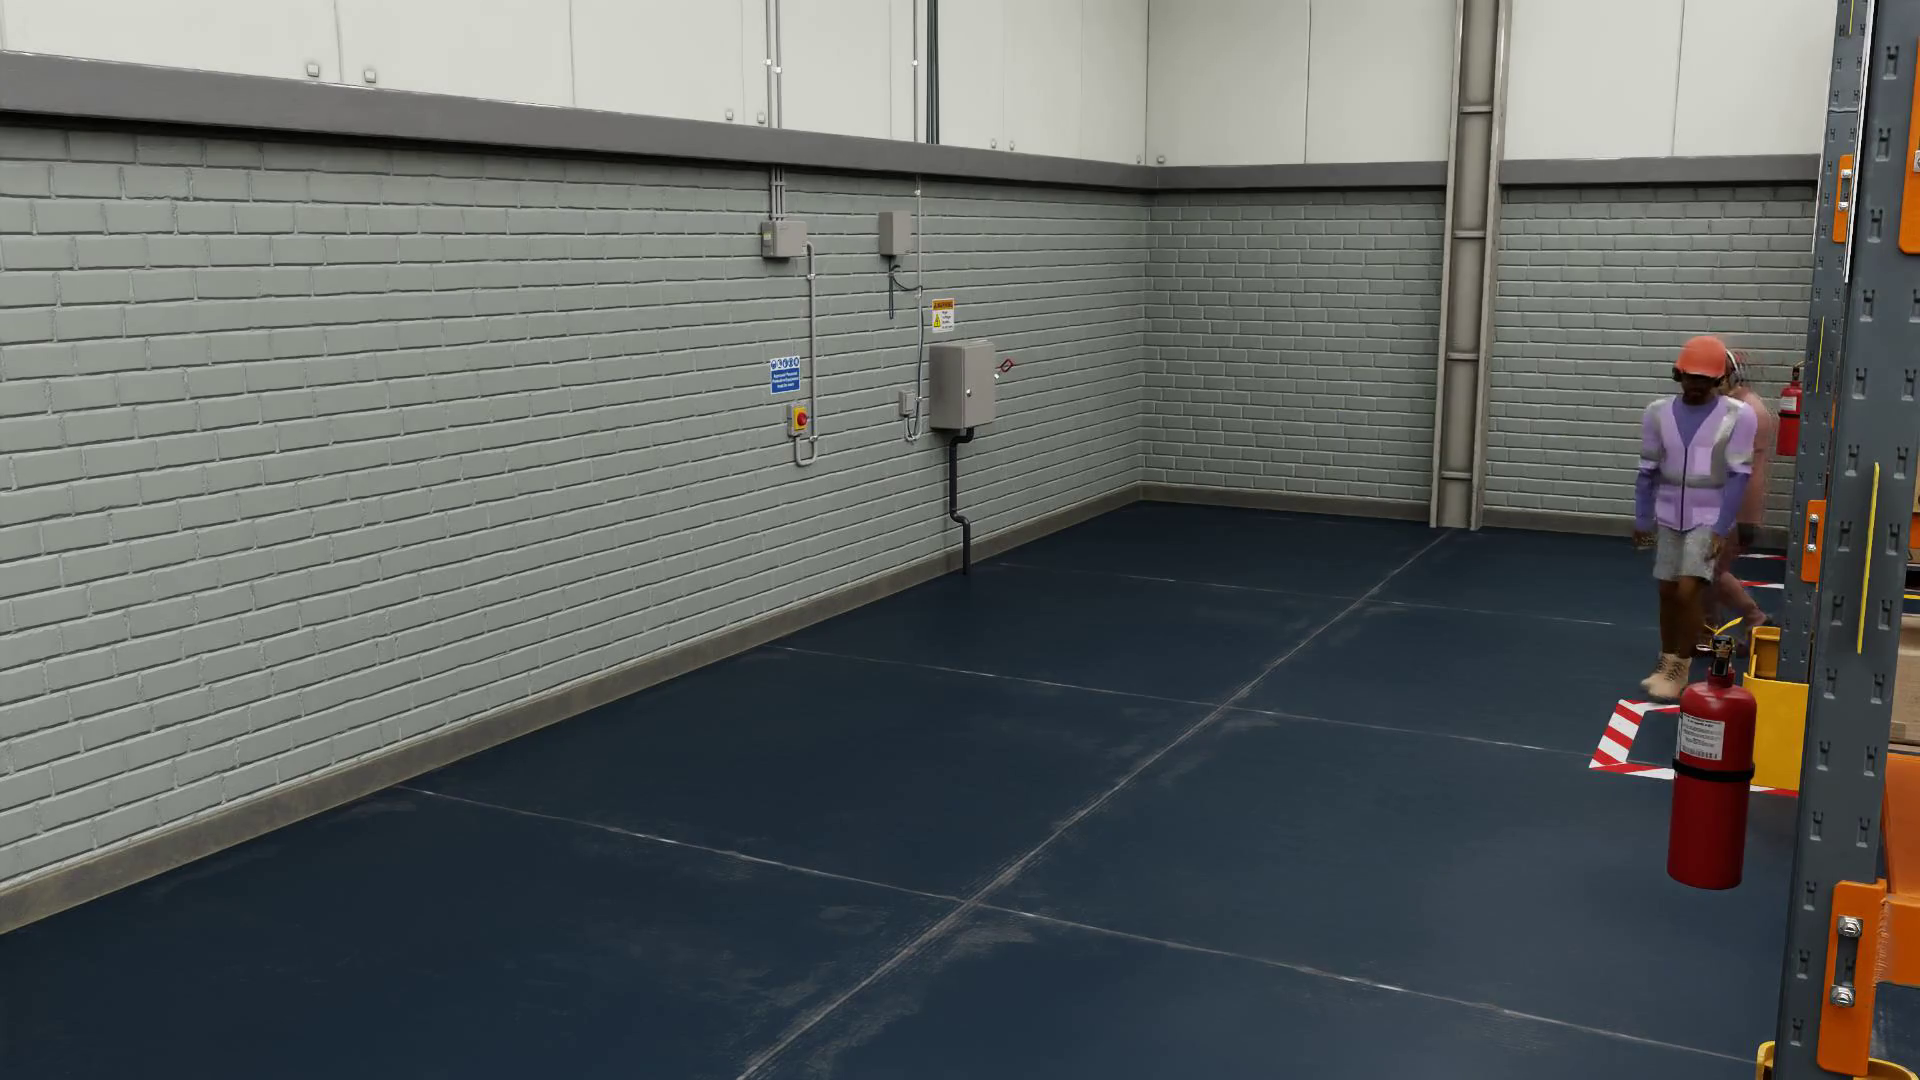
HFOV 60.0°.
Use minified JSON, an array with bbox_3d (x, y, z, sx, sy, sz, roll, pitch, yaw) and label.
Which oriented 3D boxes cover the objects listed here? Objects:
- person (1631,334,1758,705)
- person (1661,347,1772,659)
[{"bbox_3d":[3.886,-0.101,8.908,0.658,1.998,0.642,-9,14,-40],"label":"person"},{"bbox_3d":[4.467,-0.193,9.726,0.496,1.881,0.723,-1,10,-5],"label":"person"}]
